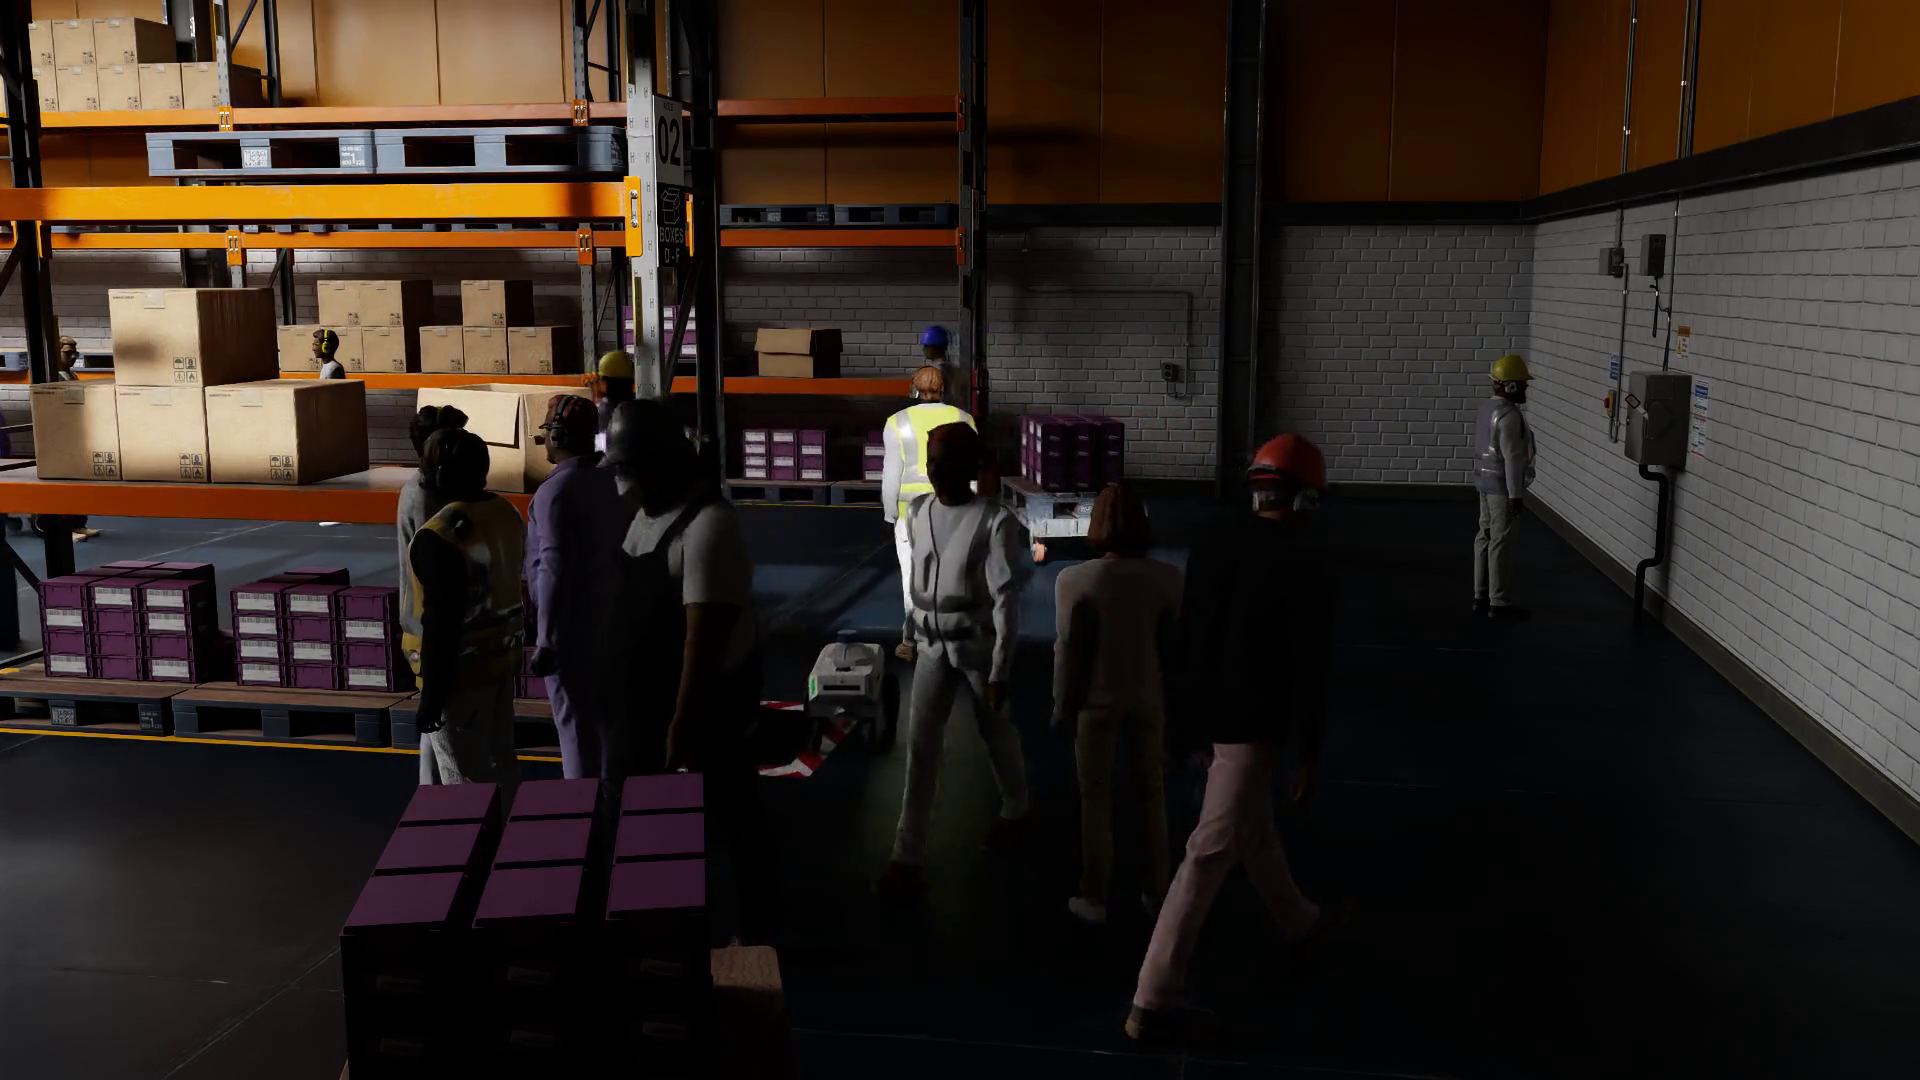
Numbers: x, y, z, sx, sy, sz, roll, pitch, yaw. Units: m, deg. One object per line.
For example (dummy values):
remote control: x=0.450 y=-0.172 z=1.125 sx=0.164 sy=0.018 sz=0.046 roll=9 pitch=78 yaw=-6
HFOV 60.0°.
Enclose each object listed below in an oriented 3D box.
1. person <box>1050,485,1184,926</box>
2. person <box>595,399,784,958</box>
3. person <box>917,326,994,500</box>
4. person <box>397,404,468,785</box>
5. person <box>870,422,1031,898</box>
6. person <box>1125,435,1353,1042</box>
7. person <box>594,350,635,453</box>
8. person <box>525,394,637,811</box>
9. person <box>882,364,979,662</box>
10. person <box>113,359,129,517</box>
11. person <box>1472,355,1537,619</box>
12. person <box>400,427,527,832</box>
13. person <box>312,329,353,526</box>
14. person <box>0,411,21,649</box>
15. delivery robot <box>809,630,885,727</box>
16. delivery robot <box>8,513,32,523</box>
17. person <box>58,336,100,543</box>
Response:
person: x=0.582 y=0.610 z=6.158 sx=0.507 sy=1.631 sz=0.280 roll=-2 pitch=9 yaw=-12
person: x=-1.014 y=0.505 z=5.550 sx=0.932 sy=2.000 sz=0.699 roll=-8 pitch=12 yaw=-41
person: x=-0.080 y=-1.022 z=15.399 sx=0.732 sy=1.921 sz=0.610 roll=0 pitch=9 yaw=2
person: x=-2.195 y=0.353 z=7.066 sx=0.342 sy=1.860 sz=0.548 roll=-3 pitch=10 yaw=-16
person: x=0.015 y=0.439 z=6.630 sx=0.593 sy=1.834 sz=1.003 roll=6 pitch=11 yaw=35
person: x=0.951 y=0.612 z=5.427 sx=1.191 sy=1.879 sz=0.635 roll=-6 pitch=11 yaw=-33
person: x=-2.373 y=-0.332 z=11.187 sx=0.828 sy=1.898 sz=0.594 roll=-1 pitch=9 yaw=-8
person: x=-1.600 y=0.347 z=6.949 sx=0.409 sy=1.907 sz=0.650 roll=3 pitch=10 yaw=16
person: x=-0.196 y=-0.167 z=10.337 sx=0.633 sy=1.841 sz=0.429 roll=-4 pitch=10 yaw=-21
person: x=-8.172 y=-1.042 z=16.389 sx=0.307 sy=1.641 sz=0.514 roll=-4 pitch=10 yaw=-21
person: x=3.812 y=-0.375 z=11.651 sx=0.403 sy=1.835 sz=0.588 roll=-1 pitch=9 yaw=-4
person: x=-1.845 y=0.502 z=6.185 sx=0.429 sy=1.844 sz=0.625 roll=1 pitch=9 yaw=9
person: x=-5.984 y=-1.065 z=15.820 sx=0.328 sy=1.872 sz=0.511 roll=-3 pitch=10 yaw=-19
person: x=-6.239 y=-0.211 z=10.653 sx=0.393 sy=1.837 sz=0.611 roll=-2 pitch=9 yaw=-13
delivery robot: x=-0.580 y=0.708 z=8.598 sx=0.477 sy=0.478 sz=0.707 roll=0 pitch=9 yaw=1
delivery robot: x=-8.501 y=-0.366 z=15.248 sx=0.707 sy=0.478 sz=0.477 roll=0 pitch=9 yaw=3
person: x=-7.990 y=-0.902 z=14.895 sx=0.326 sy=1.841 sz=0.516 roll=-1 pitch=9 yaw=-5
